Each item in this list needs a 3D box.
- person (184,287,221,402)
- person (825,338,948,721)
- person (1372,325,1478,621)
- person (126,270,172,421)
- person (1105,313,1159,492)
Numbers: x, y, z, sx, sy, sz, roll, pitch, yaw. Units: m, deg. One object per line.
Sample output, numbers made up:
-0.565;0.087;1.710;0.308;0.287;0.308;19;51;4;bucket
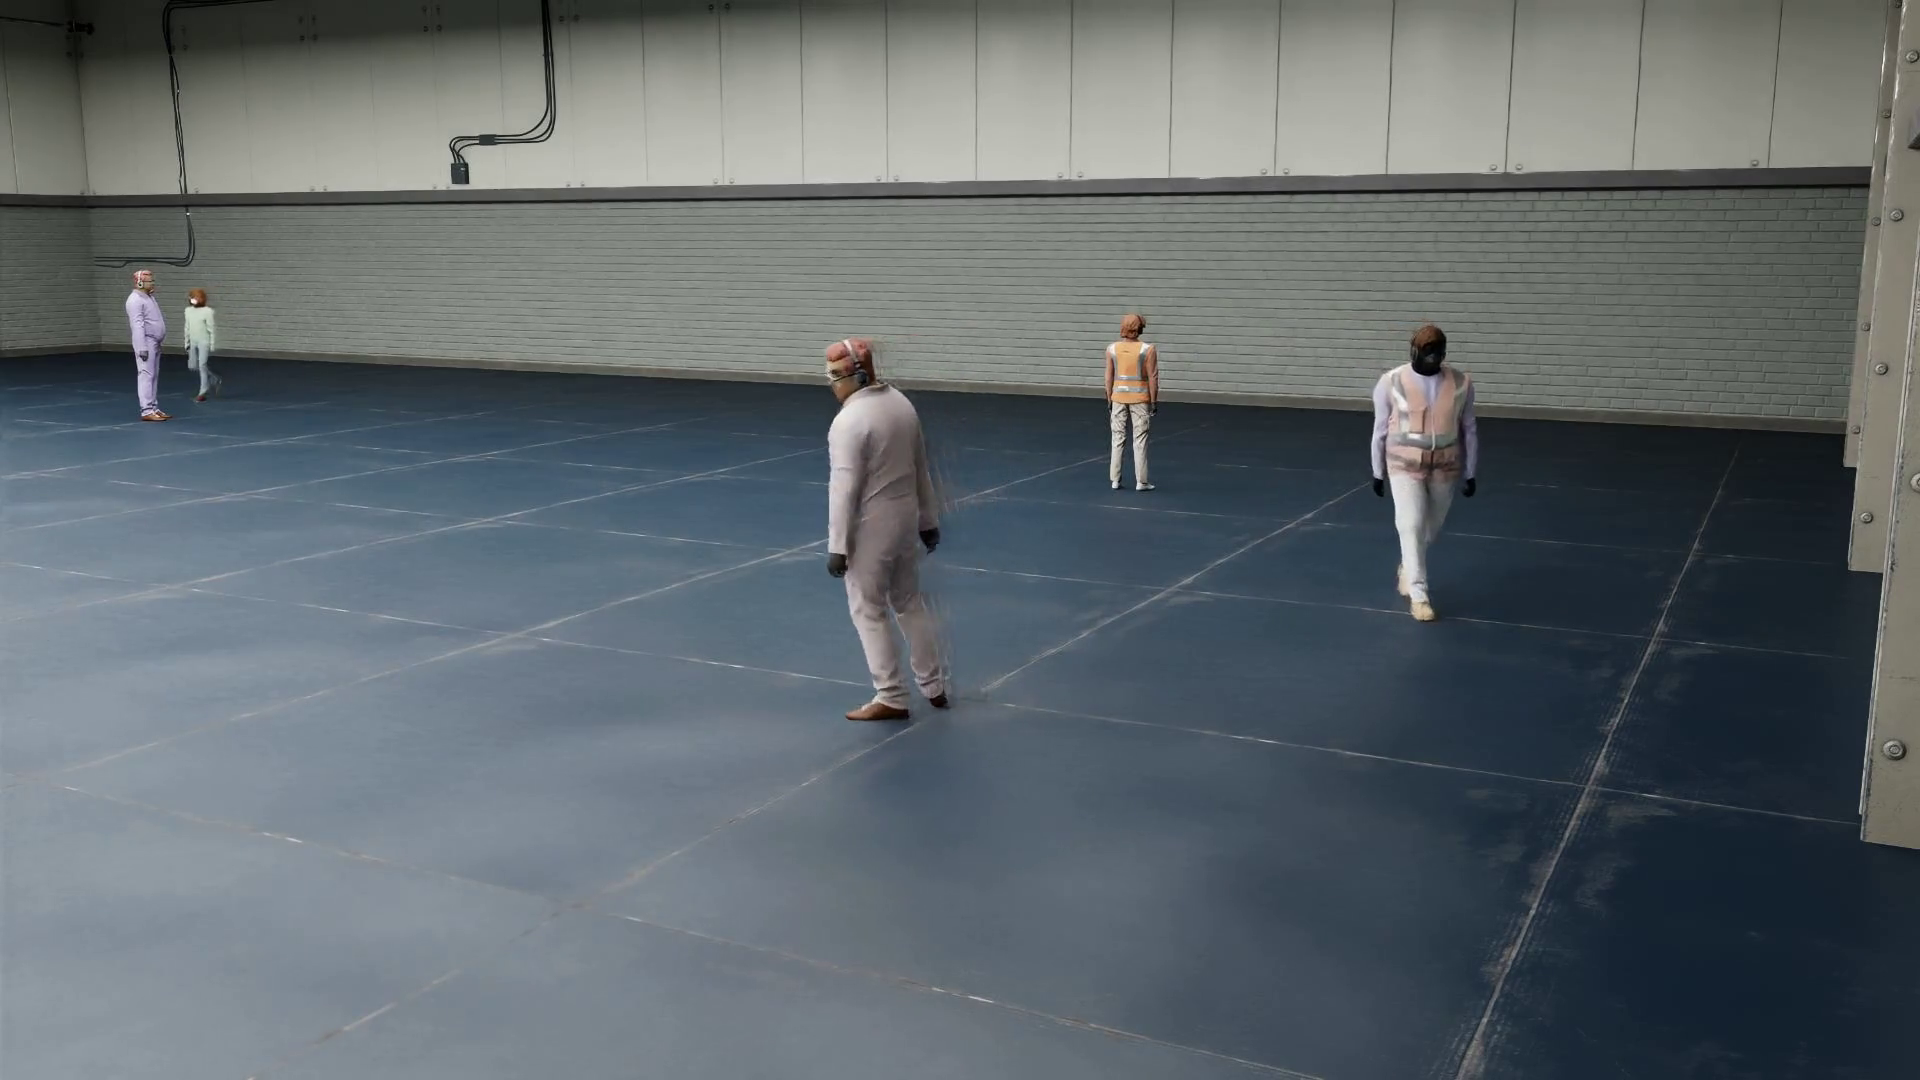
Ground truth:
-10.768;-2.785;23.647;0.518;1.617;0.545;4;11;21;person
-0.376;-0.047;8.079;0.473;1.870;0.752;6;12;30;person
2.910;-0.458;10.490;0.629;1.809;0.924;0;10;-1;person
-10.308;-2.465;21.154;0.409;1.907;0.649;-2;11;-12;person
1.579;-1.261;15.317;0.517;1.641;0.308;5;12;26;person
